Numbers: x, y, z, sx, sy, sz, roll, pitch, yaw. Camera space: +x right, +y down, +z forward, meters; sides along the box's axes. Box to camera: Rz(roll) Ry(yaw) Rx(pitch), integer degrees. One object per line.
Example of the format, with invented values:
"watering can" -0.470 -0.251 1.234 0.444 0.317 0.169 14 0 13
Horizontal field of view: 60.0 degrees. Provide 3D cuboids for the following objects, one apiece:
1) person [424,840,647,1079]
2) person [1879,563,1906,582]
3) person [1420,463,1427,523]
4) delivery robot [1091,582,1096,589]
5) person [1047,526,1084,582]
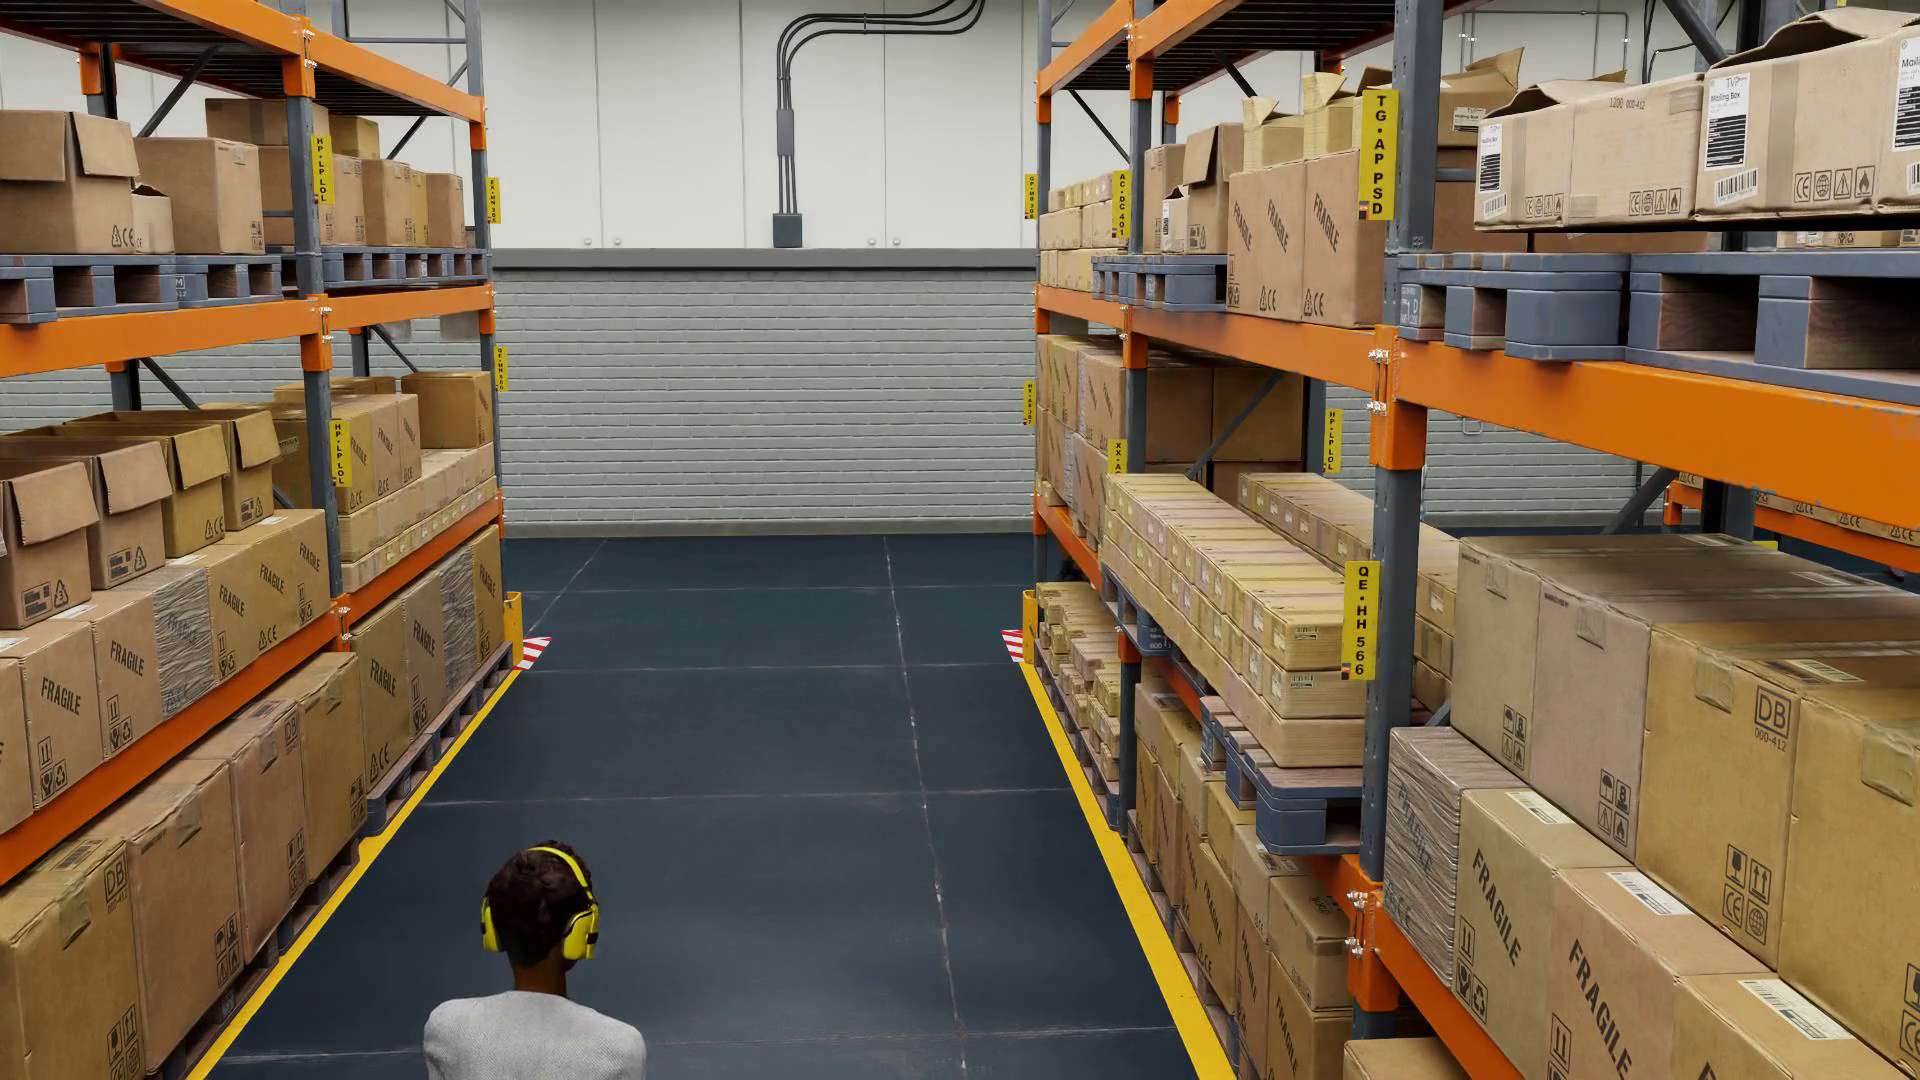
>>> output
"person" -0.830 1.532 3.451 0.509 1.865 0.329 2 10 12
"person" 8.971 -0.471 15.251 0.646 1.867 0.950 -1 10 -6
"person" 3.646 -0.108 13.767 0.517 1.636 0.313 -5 11 -28
"delivery robot" 1.394 0.399 13.686 0.477 0.478 0.707 -6 11 -33
"person" 0.978 -0.471 15.098 0.471 1.907 0.579 -3 10 -17
